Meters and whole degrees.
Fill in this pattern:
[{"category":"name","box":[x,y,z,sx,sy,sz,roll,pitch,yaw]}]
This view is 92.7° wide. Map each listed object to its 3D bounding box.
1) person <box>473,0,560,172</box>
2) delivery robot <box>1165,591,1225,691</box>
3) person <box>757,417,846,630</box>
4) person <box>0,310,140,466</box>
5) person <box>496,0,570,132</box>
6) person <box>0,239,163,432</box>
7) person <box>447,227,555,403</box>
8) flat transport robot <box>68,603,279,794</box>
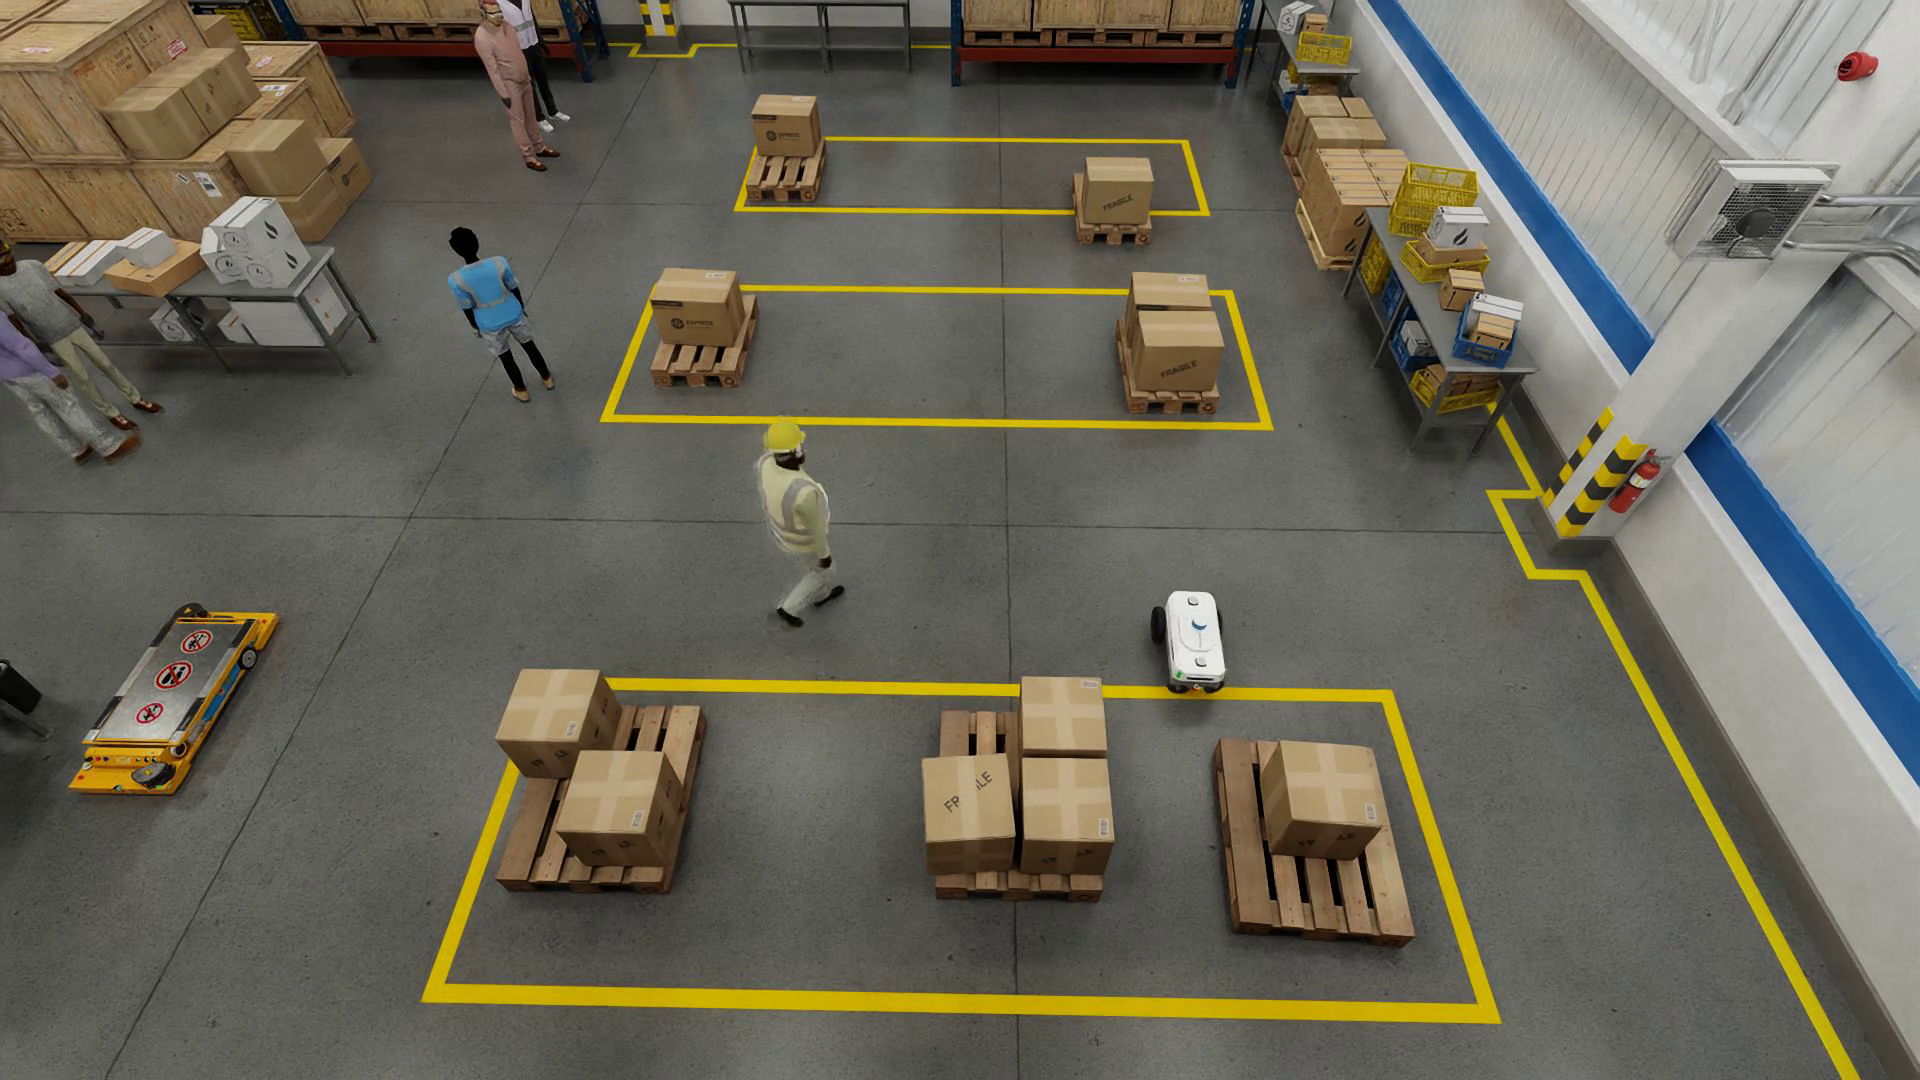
[{"category":"person","box":[-5.257,-5.393,10.853,0.403,1.904,0.637,9,50,8]},{"category":"delivery robot","box":[1.663,0.706,6.507,0.477,0.478,0.707,3,50,2]},{"category":"person","box":[-1.153,-0.049,6.396,0.554,1.800,0.619,-30,56,-23]},{"category":"person","box":[-7.611,-1.389,7.440,0.635,1.936,0.356,7,50,6]},{"category":"person","box":[-5.452,-6.184,11.512,0.388,1.916,0.593,19,52,16]},{"category":"person","box":[-7.613,-1.746,7.795,0.338,1.866,0.514,16,52,13]},{"category":"person","box":[-4.058,-1.954,8.073,0.536,1.696,0.322,-34,58,-25]},{"category":"flat transport robot","box":[-5.504,1.072,6.442,0.652,0.197,1.431,1,50,1]}]
